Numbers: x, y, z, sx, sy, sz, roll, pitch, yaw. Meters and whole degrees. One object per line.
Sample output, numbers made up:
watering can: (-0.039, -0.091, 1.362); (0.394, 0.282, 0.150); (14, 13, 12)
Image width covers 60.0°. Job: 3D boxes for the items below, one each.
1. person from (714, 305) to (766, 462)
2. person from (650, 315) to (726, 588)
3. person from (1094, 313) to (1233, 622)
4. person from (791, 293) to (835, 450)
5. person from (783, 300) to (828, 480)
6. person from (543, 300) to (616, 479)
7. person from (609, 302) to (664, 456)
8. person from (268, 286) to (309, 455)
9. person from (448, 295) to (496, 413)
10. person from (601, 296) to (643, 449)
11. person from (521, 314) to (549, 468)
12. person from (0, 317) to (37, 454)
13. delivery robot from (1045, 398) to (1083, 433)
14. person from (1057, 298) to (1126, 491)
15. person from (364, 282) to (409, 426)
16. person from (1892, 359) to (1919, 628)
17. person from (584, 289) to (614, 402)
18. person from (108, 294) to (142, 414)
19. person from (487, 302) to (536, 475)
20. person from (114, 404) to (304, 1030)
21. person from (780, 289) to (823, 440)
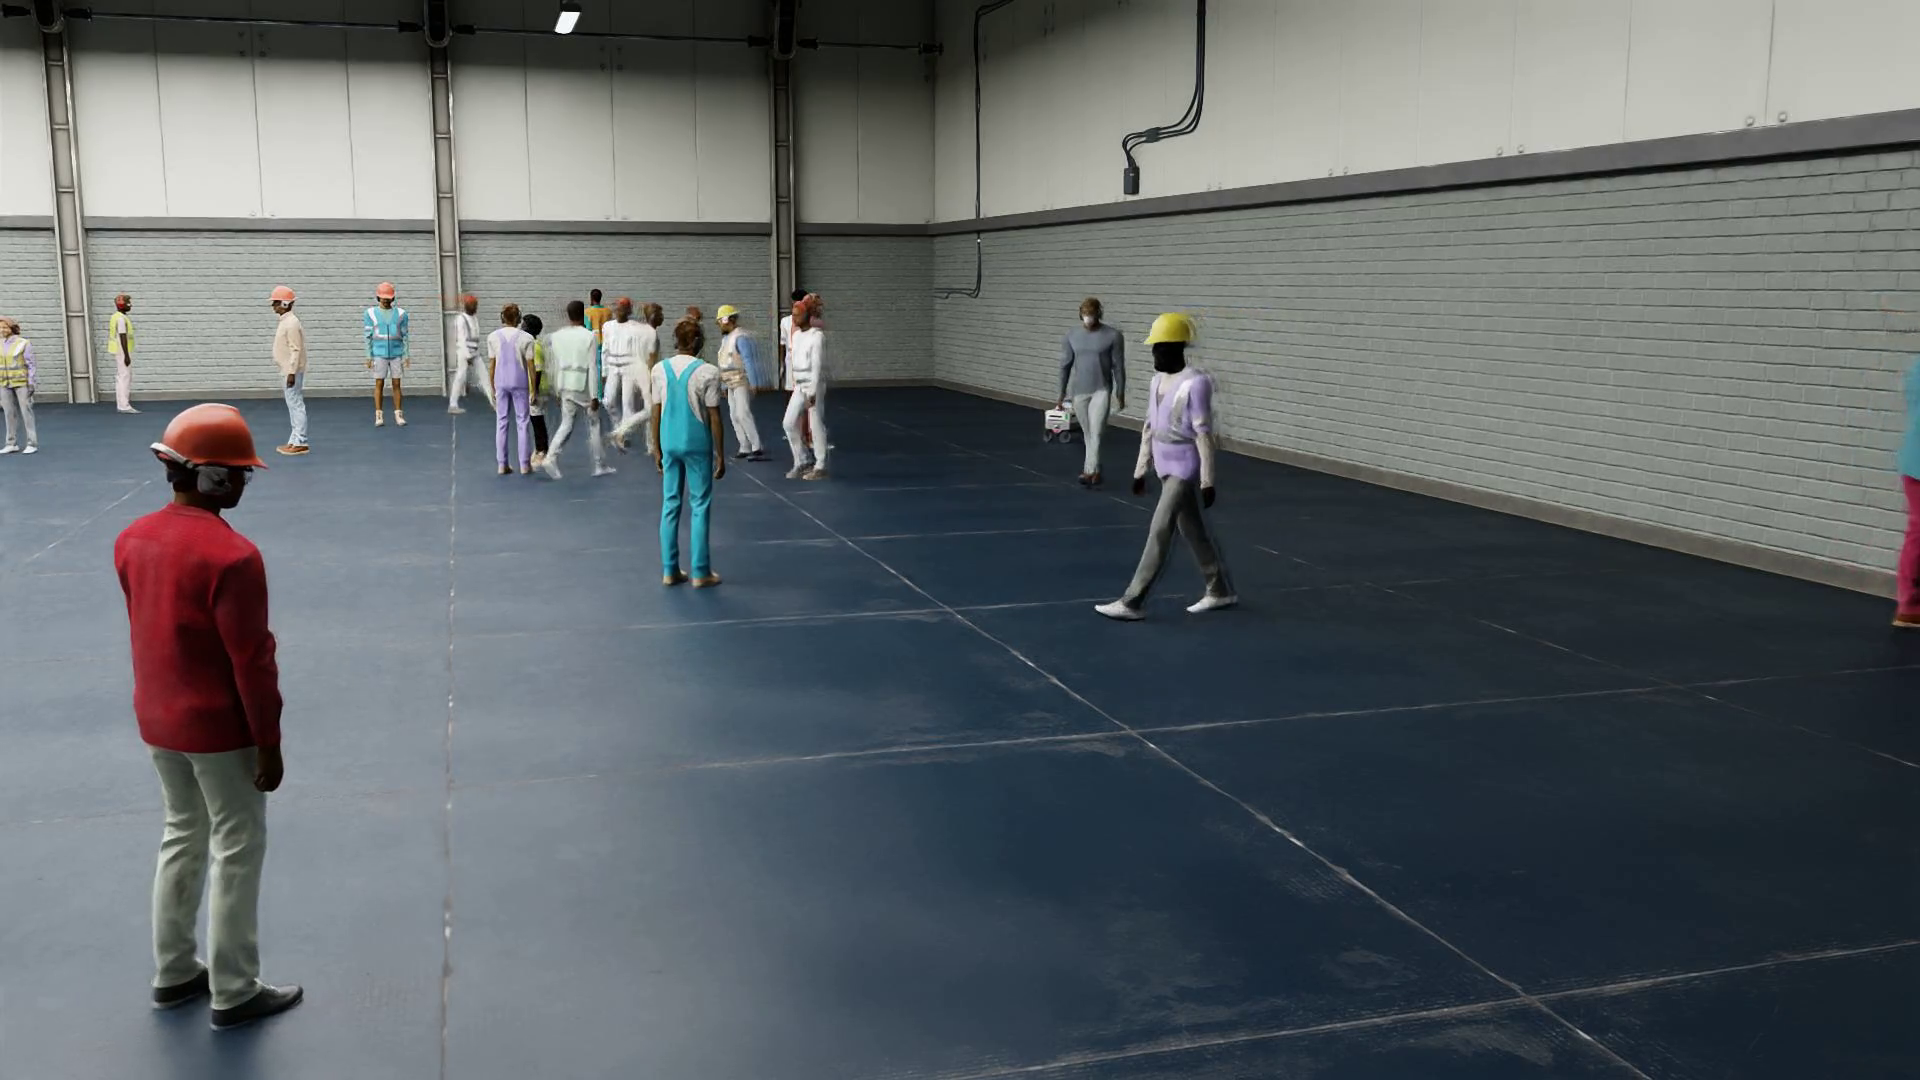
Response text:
person: (-2.540, -1.788, 19.029); (0.461, 1.787, 0.646); (-4, 10, -26)
person: (-1.826, -0.585, 11.200); (0.511, 1.837, 0.352); (3, 9, 16)
person: (1.292, -0.440, 10.164); (1.011, 1.872, 0.614); (-3, 9, -19)
person: (-1.795, -2.052, 20.324); (0.409, 1.907, 0.651); (-6, 11, -34)
person: (-1.600, -1.531, 17.155); (0.575, 1.865, 0.583); (-8, 12, -40)
person: (-4.032, -1.573, 17.403); (0.599, 1.877, 0.909); (4, 10, 25)
person: (-3.751, -1.859, 19.414); (0.679, 1.815, 0.549); (-4, 10, -23)
person: (-7.975, -2.010, 19.771); (0.379, 1.996, 0.609); (-5, 10, -28)
person: (-7.542, -2.873, 25.788); (0.959, 1.834, 0.582); (3, 9, 16)
person: (-4.163, -2.057, 20.462); (0.589, 1.870, 0.460); (2, 9, 15)
person: (-4.705, -1.640, 18.359); (0.318, 1.700, 0.535); (-4, 10, -22)
person: (-11.255, -1.835, 19.800); (0.523, 1.636, 0.311); (1, 9, 7)
delivery robot: (1.380, -1.576, 21.286); (0.477, 0.478, 0.707); (5, 10, 30)
person: (1.280, -1.446, 16.522); (0.649, 1.880, 1.023); (3, 9, 19)
person: (-8.110, -2.627, 23.583); (0.606, 2.038, 0.382); (-5, 10, -27)
person: (5.789, -0.412, 9.690); (0.500, 1.966, 0.630); (-2, 9, -15)
person: (-6.109, -3.286, 28.156); (0.395, 1.920, 0.587); (8, 12, 42)
person: (-12.941, -2.864, 25.695); (0.389, 1.845, 0.564); (-6, 11, -32)
person: (-4.757, -1.604, 17.706); (0.501, 1.838, 0.341); (0, 9, -1)
person: (-2.078, 0.490, 4.651); (0.574, 1.737, 0.354); (5, 10, 31)
person: (-2.052, -2.261, 21.511); (0.609, 1.955, 0.382); (3, 9, 19)
